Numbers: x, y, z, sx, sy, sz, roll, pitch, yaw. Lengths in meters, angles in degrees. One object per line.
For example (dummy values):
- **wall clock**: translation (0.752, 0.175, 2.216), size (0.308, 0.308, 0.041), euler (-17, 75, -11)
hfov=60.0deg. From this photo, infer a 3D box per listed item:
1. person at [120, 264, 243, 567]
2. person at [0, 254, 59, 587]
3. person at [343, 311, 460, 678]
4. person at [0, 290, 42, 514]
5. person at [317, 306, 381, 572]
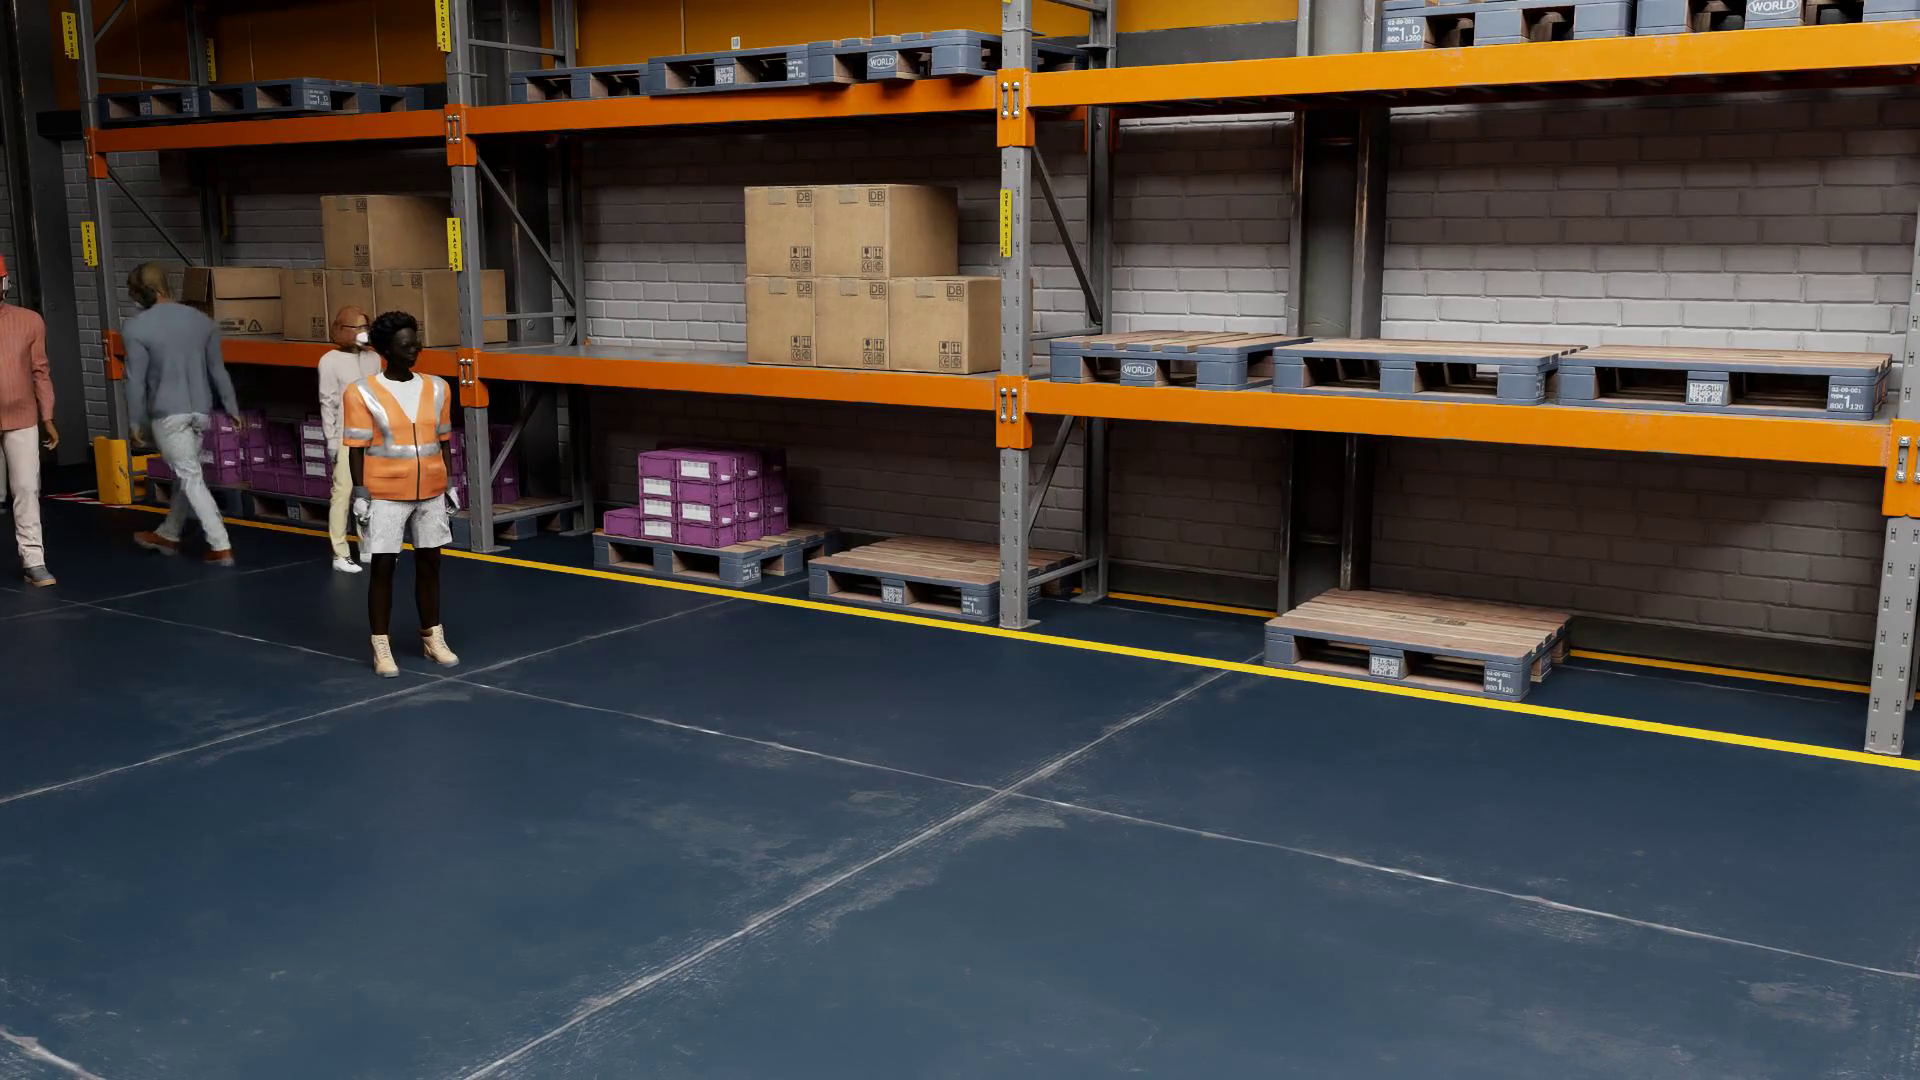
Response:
- **person**: translation (-4.903, -0.775, 10.393), size (0.944, 1.870, 0.706), euler (5, 11, 25)
- **person**: translation (-5.537, -0.690, 9.582), size (0.623, 1.992, 0.396), euler (-10, 14, -44)
- **person**: translation (-2.594, -0.216, 7.776), size (0.541, 1.696, 0.315), euler (-9, 14, -42)
- **person**: translation (-7.144, -1.115, 12.377), size (0.404, 1.837, 0.590), euler (7, 13, 35)
- **person**: translation (-3.715, -0.618, 10.208), size (0.286, 1.626, 0.493), euler (4, 11, 23)
